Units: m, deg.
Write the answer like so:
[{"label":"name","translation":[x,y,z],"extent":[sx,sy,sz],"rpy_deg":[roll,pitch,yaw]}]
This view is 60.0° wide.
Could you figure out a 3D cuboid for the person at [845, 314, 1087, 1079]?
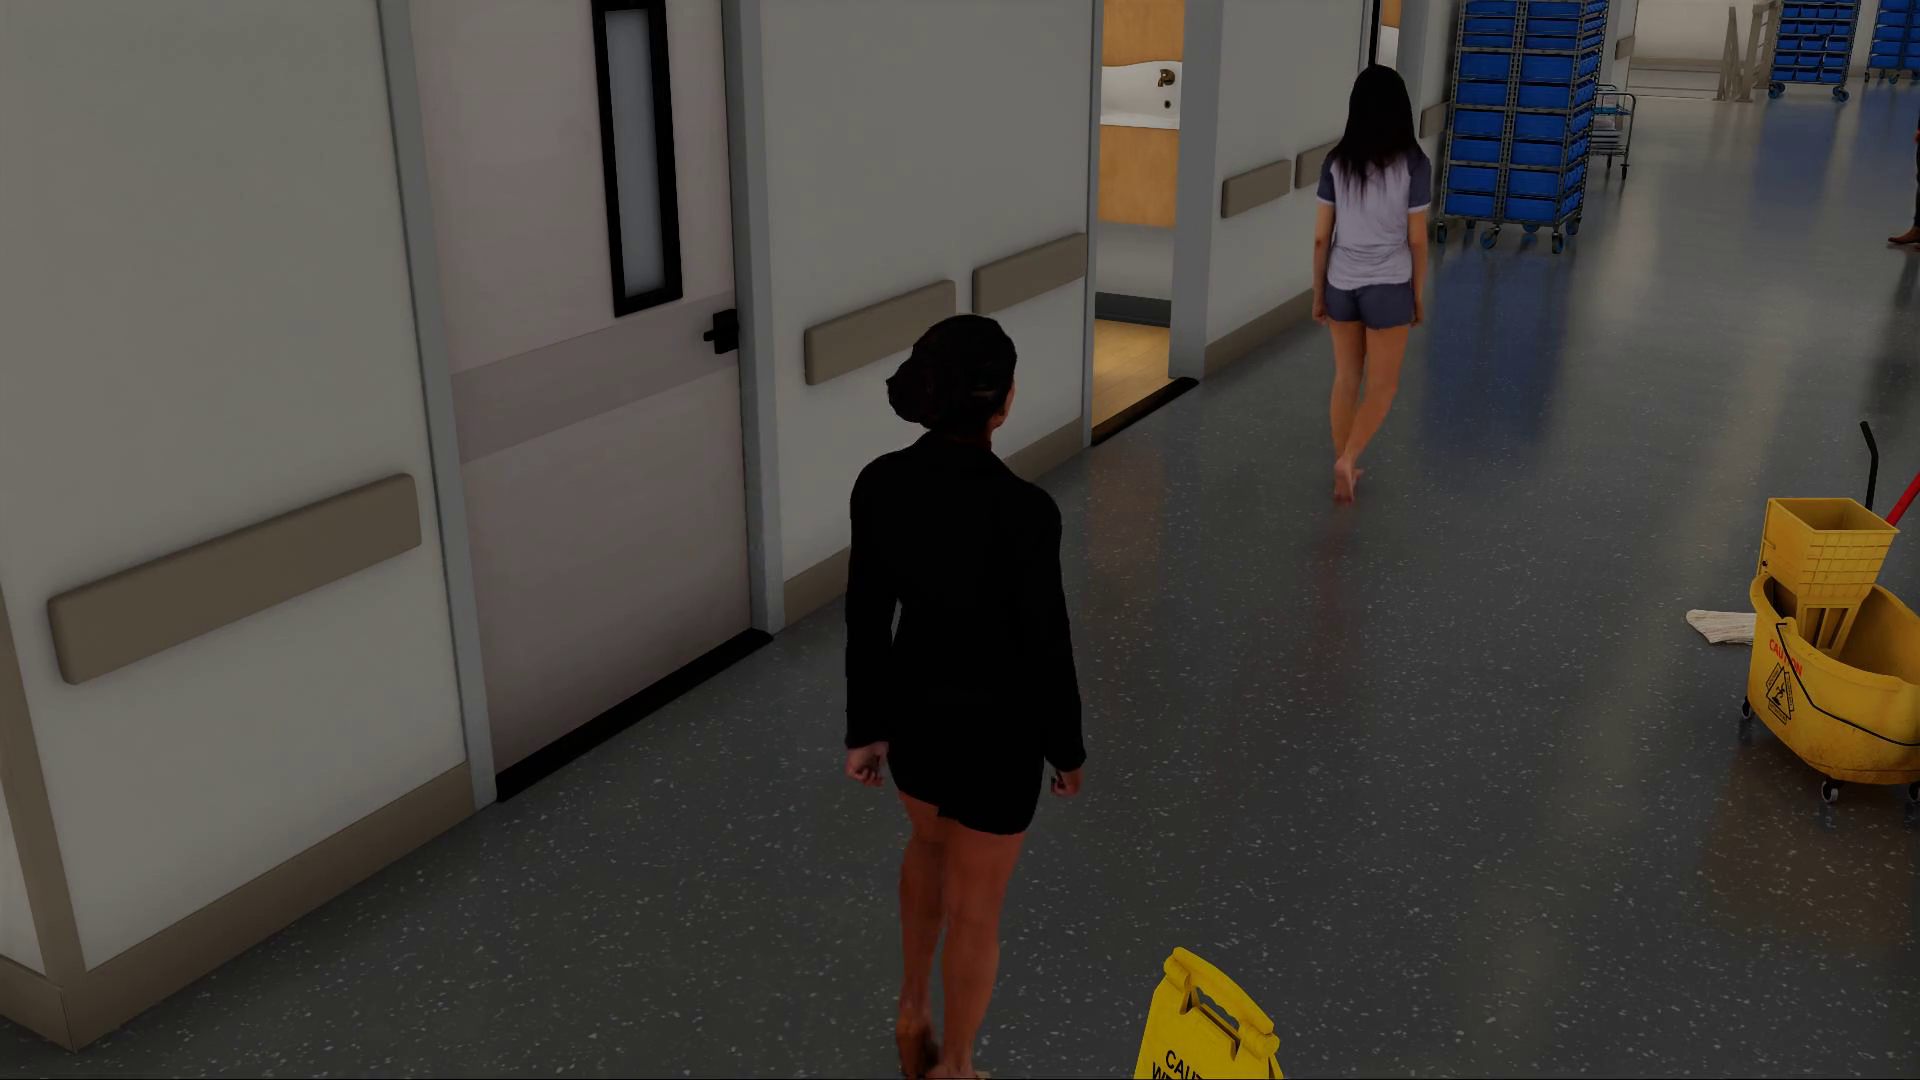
[{"label":"person","translation":[-0.031,0.417,3.007],"extent":[0.577,1.630,0.606],"rpy_deg":[10,23,25]}]

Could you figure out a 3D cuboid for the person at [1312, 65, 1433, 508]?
[{"label":"person","translation":[1.566,-0.928,6.442],"extent":[0.597,1.711,0.944],"rpy_deg":[10,23,26]}]
